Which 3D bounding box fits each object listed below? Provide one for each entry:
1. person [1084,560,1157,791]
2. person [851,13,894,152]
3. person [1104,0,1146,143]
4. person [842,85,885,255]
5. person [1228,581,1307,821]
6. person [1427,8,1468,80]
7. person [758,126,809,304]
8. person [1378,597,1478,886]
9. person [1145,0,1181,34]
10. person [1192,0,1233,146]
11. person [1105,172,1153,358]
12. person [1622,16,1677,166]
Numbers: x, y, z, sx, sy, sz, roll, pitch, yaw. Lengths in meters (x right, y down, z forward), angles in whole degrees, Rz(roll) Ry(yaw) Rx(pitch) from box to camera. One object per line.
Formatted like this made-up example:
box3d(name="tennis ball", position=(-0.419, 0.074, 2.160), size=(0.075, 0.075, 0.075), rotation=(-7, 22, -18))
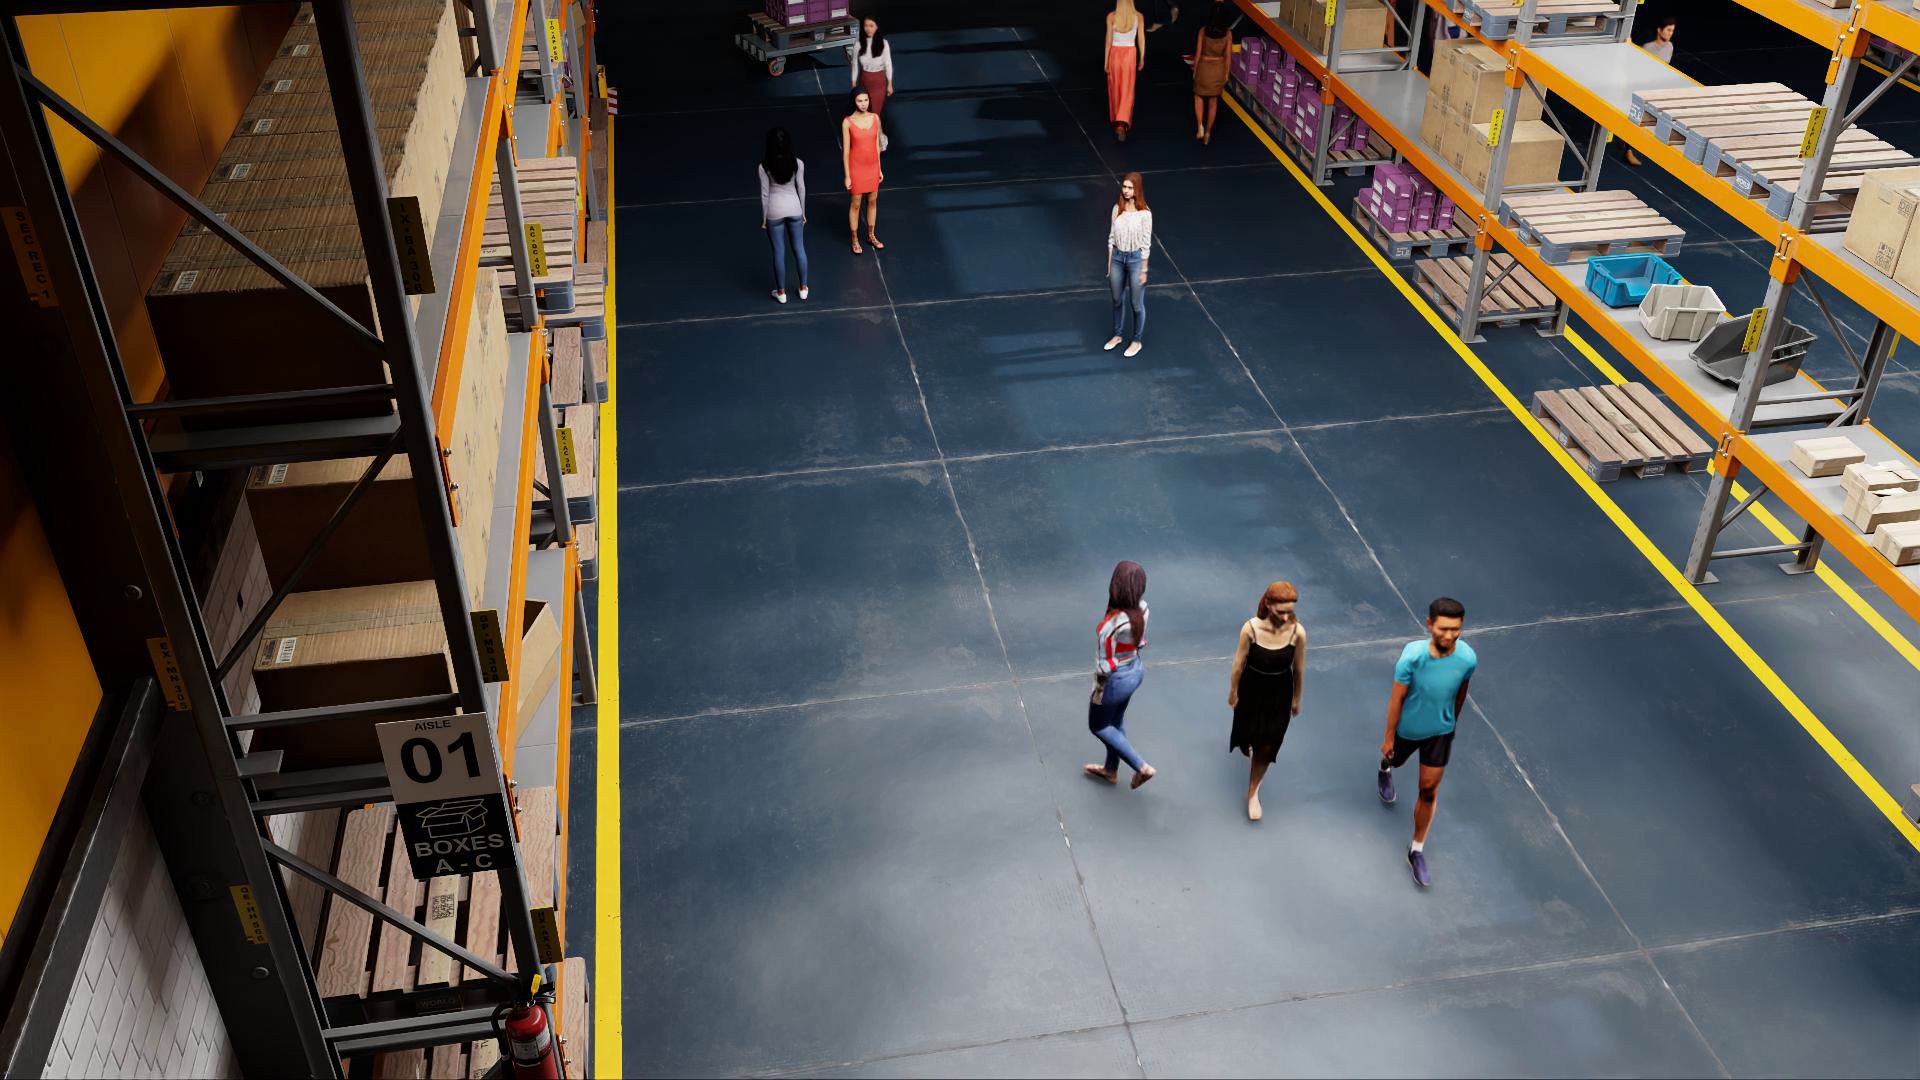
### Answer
box3d(name="person", position=(1.033, 0.876, 10.090), size=(0.884, 1.596, 0.822), rotation=(21, 39, 28))
box3d(name="person", position=(-0.982, -5.163, 19.086), size=(0.937, 1.696, 1.216), rotation=(8, 34, 12))
box3d(name="person", position=(1.920, -5.598, 19.671), size=(0.879, 1.772, 1.244), rotation=(5, 34, 8))
box3d(name="person", position=(-0.992, -3.795, 17.005), size=(0.657, 1.719, 0.635), rotation=(-18, 38, -25))
box3d(name="person", position=(1.837, 0.882, 10.074), size=(0.733, 1.604, 0.961), rotation=(3, 34, 4))
box3d(name="person", position=(6.124, -6.475, 21.030), size=(0.770, 1.729, 0.918), rotation=(-12, 35, -17))
box3d(name="person", position=(-1.688, -3.120, 15.976), size=(0.631, 1.735, 0.566), rotation=(-11, 35, -16))
box3d(name="person", position=(2.658, 1.040, 9.716), size=(0.791, 1.737, 1.232), rotation=(0, 34, 1))
box3d(name="person", position=(2.882, -7.924, 23.042), size=(0.869, 1.770, 0.893), rotation=(11, 35, 16))
box3d(name="person", position=(2.943, -5.432, 19.505), size=(0.658, 1.679, 0.681), rotation=(3, 34, 4))
box3d(name="person", position=(1.540, -2.507, 15.059), size=(0.646, 1.729, 0.695), rotation=(19, 38, 26))
box3d(name="person", position=(7.851, -5.201, 19.138), size=(0.719, 1.700, 0.836), rotation=(-12, 35, -17))
